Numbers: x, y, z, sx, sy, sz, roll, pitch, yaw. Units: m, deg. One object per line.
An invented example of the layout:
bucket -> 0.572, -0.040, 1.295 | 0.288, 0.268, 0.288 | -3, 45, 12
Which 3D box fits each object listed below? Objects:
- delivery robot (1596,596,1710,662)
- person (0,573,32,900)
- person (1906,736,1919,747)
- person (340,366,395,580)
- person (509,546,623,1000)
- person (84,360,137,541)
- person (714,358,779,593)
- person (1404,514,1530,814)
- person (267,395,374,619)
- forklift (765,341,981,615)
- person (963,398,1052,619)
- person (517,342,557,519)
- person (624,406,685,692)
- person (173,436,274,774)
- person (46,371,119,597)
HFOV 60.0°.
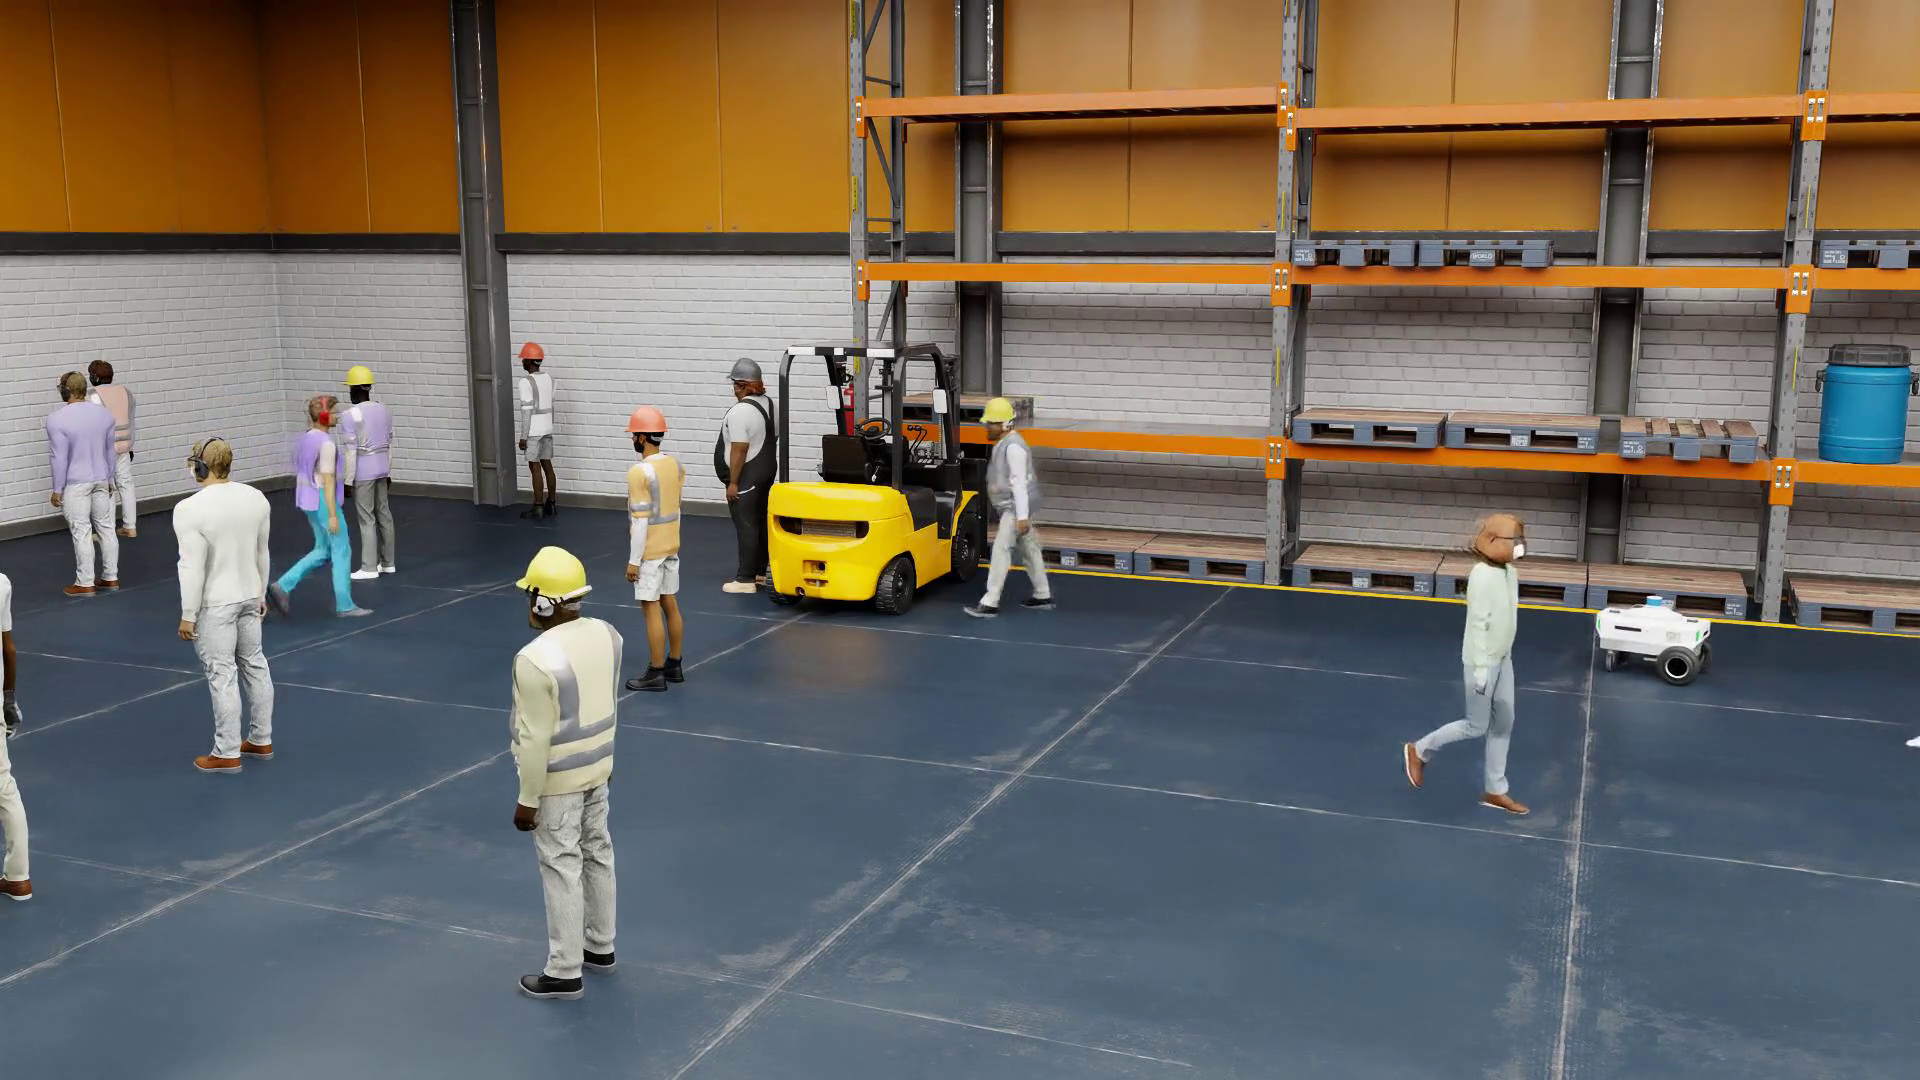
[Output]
delivery robot -> 4.847, 0.636, 11.655 | 0.707, 0.478, 0.477 | 7, 12, 34
person -> -4.485, 0.773, 7.493 | 0.328, 1.872, 0.514 | 4, 11, 21
person -> 6.214, 0.442, 9.864 | 0.904, 1.685, 0.491 | 2, 10, 12
person -> -5.350, -0.604, 15.002 | 0.371, 1.927, 0.588 | 4, 11, 21
person -> -1.600, 0.930, 6.708 | 0.403, 1.837, 0.591 | 4, 11, 21
person -> -8.681, -0.909, 16.932 | 0.429, 1.846, 0.625 | 4, 11, 21
person -> -1.876, -0.566, 14.475 | 0.537, 2.000, 0.682 | 4, 11, 21
person -> 2.759, 0.641, 8.902 | 0.594, 1.616, 0.504 | 10, 14, 43
person -> -5.154, -0.244, 13.296 | 0.703, 1.826, 0.572 | -8, 13, -36
forklift -> -0.739, -0.602, 14.246 | 1.214, 2.155, 2.313 | 4, 11, 21
person -> 0.376, -0.261, 13.490 | 0.871, 1.772, 0.679 | -2, 10, -9
person -> -4.668, -1.203, 18.299 | 0.354, 1.942, 0.545 | 4, 11, 21
person -> -2.089, 0.060, 11.272 | 0.362, 1.938, 0.545 | 4, 11, 21
person -> -4.220, 0.369, 9.548 | 0.372, 1.940, 0.630 | 4, 11, 21
person -> -7.530, -0.481, 14.287 | 0.372, 1.940, 0.630 | 4, 11, 21
